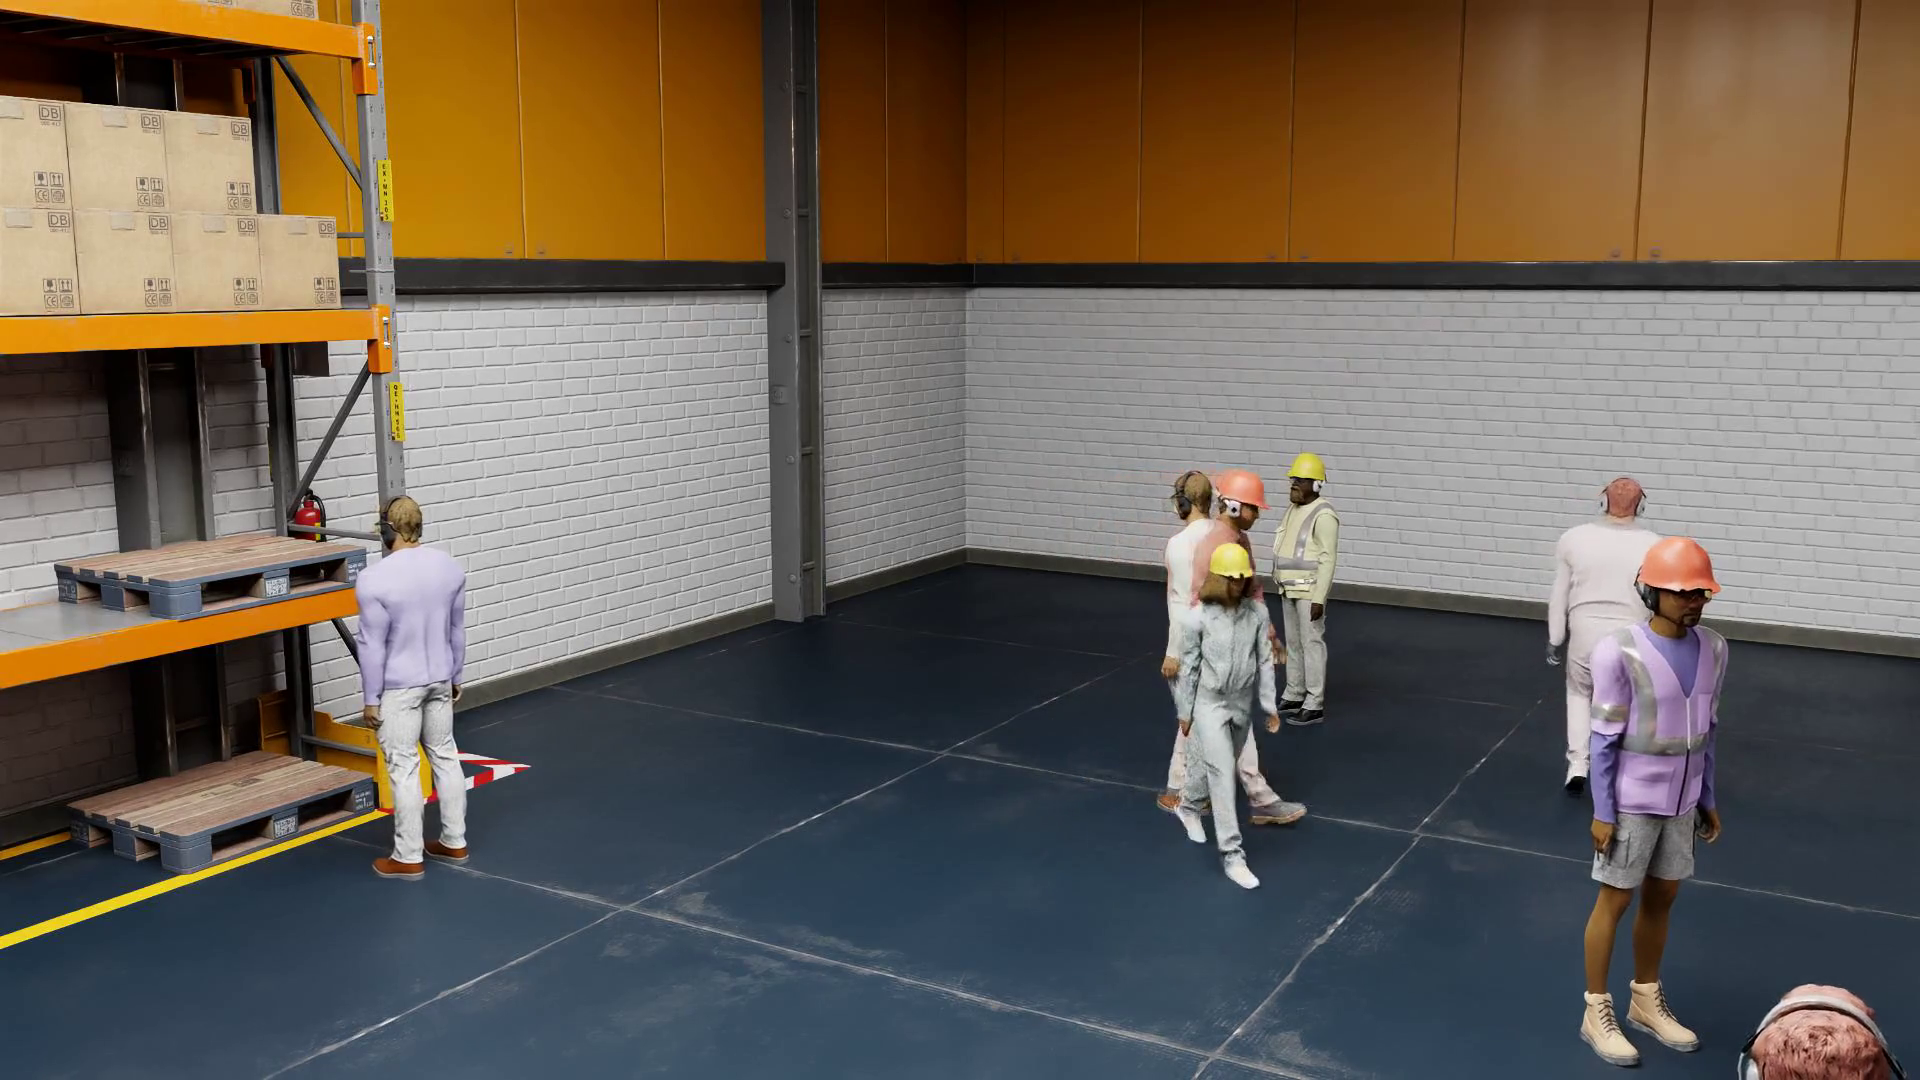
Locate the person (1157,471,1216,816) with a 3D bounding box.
[{"bbox_3d":[1.334,0.576,9.350,0.351,1.936,0.634,6,11,35],"label":"person"}]

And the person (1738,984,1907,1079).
[{"bbox_3d":[1.362,1.660,2.728,0.644,1.901,0.395,8,12,40],"label":"person"}]

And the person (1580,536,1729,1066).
[{"bbox_3d":[2.698,0.993,6.415,0.609,2.044,0.394,-3,10,-20],"label":"person"}]

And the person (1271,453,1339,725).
[{"bbox_3d":[2.310,0.323,11.238,0.404,1.837,0.593,-2,9,-15],"label":"person"}]

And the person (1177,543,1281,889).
[{"bbox_3d":[1.314,0.826,8.516,0.489,1.702,0.879,-4,10,-25],"label":"person"}]

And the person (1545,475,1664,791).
[{"bbox_3d":[3.719,0.573,9.493,0.678,1.891,0.438,5,10,28],"label":"person"}]

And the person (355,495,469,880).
[{"bbox_3d":[-2.751,0.733,8.390,0.358,1.930,0.628,6,11,33],"label":"person"}]

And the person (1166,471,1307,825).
[{"bbox_3d":[1.575,0.588,9.234,0.947,1.941,0.615,4,10,22],"label":"person"}]
